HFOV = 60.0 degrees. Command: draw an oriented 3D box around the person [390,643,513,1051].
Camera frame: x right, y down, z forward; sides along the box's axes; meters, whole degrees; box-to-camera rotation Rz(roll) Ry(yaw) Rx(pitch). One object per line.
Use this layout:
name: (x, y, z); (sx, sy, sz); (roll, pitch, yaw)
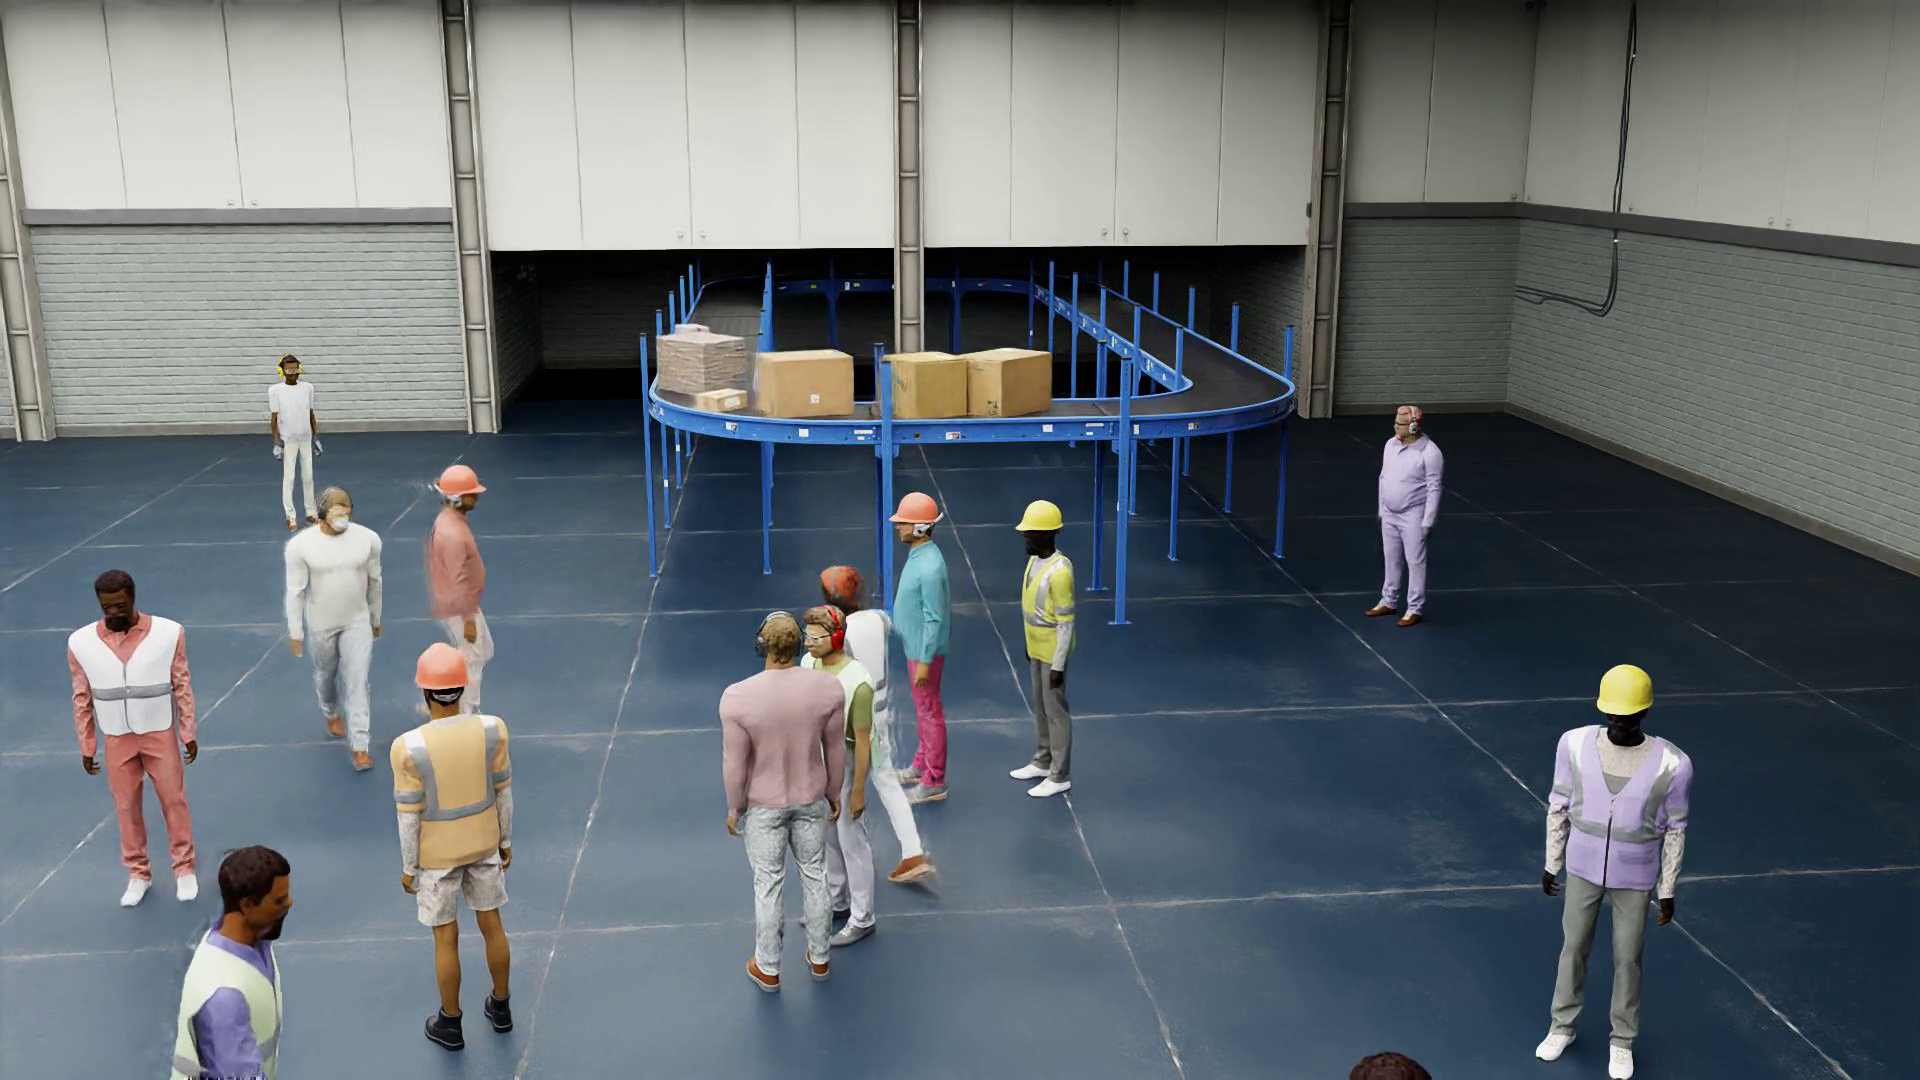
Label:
person: (-2.337, 1.414, 7.706); (0.545, 1.938, 0.357); (-11, 18, -36)

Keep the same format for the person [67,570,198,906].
person: (-4.520, 1.070, 9.152); (0.599, 1.909, 0.405); (-5, 15, -18)

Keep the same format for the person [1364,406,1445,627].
person: (3.812, -0.209, 14.271); (0.400, 1.905, 0.643); (-8, 16, -29)

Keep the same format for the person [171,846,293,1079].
person: (-2.426, 1.946, 5.693); (0.589, 1.887, 0.596); (-3, 14, -11)

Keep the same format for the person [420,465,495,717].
person: (-3.451, 0.449, 11.481); (0.483, 1.975, 0.643); (-5, 15, -18)

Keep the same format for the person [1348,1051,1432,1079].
person: (1.042, 2.241, 4.461); (0.387, 1.911, 0.594); (3, 14, 12)

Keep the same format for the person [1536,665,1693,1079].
person: (2.921, 1.478, 7.472); (0.593, 1.926, 0.366); (8, 16, 30)

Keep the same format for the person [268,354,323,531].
person: (-7.046, -1.044, 17.681); (0.321, 1.871, 0.532); (13, 19, 41)

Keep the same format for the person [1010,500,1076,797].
person: (0.542, 0.689, 10.625); (0.384, 1.928, 0.589); (-4, 14, -14)

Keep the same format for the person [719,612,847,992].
person: (-0.866, 1.286, 8.216); (0.631, 1.940, 0.372); (-6, 15, -21)

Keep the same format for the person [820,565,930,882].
person: (-0.537, 1.041, 9.422); (0.948, 1.845, 0.586); (13, 19, 42)

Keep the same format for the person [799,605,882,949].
person: (-0.626, 1.215, 8.715); (0.384, 1.836, 0.564); (-10, 17, -35)

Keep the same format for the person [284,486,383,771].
person: (-4.229, 0.545, 11.303); (0.646, 1.898, 1.037); (-8, 16, -28)

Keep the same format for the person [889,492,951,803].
person: (-0.250, 0.674, 10.547); (0.378, 1.996, 0.611); (-2, 14, -8)
